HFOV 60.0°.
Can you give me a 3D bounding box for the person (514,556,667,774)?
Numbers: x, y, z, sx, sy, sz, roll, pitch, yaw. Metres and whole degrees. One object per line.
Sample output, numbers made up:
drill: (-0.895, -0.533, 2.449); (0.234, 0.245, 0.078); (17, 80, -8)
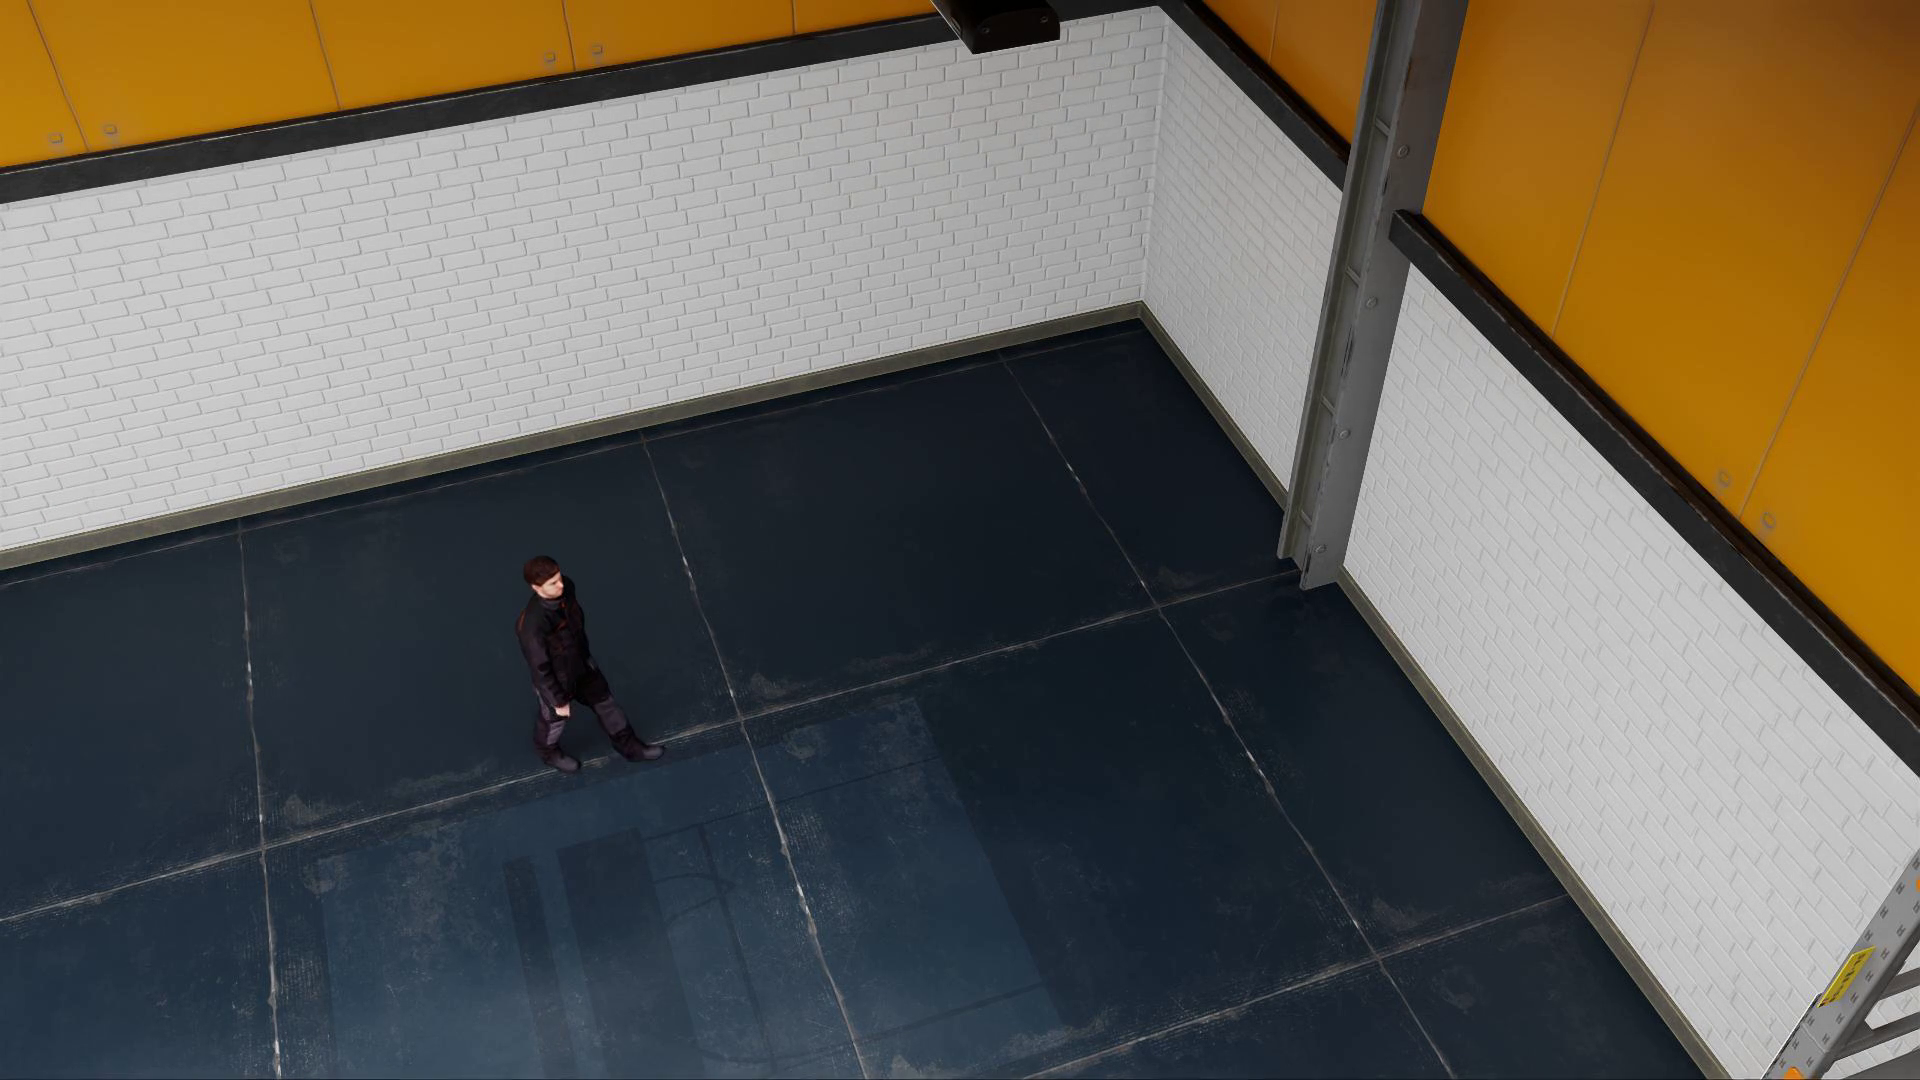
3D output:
person: (-2.478, 0.760, 10.013); (1.151, 1.807, 1.127); (12, 45, 13)
